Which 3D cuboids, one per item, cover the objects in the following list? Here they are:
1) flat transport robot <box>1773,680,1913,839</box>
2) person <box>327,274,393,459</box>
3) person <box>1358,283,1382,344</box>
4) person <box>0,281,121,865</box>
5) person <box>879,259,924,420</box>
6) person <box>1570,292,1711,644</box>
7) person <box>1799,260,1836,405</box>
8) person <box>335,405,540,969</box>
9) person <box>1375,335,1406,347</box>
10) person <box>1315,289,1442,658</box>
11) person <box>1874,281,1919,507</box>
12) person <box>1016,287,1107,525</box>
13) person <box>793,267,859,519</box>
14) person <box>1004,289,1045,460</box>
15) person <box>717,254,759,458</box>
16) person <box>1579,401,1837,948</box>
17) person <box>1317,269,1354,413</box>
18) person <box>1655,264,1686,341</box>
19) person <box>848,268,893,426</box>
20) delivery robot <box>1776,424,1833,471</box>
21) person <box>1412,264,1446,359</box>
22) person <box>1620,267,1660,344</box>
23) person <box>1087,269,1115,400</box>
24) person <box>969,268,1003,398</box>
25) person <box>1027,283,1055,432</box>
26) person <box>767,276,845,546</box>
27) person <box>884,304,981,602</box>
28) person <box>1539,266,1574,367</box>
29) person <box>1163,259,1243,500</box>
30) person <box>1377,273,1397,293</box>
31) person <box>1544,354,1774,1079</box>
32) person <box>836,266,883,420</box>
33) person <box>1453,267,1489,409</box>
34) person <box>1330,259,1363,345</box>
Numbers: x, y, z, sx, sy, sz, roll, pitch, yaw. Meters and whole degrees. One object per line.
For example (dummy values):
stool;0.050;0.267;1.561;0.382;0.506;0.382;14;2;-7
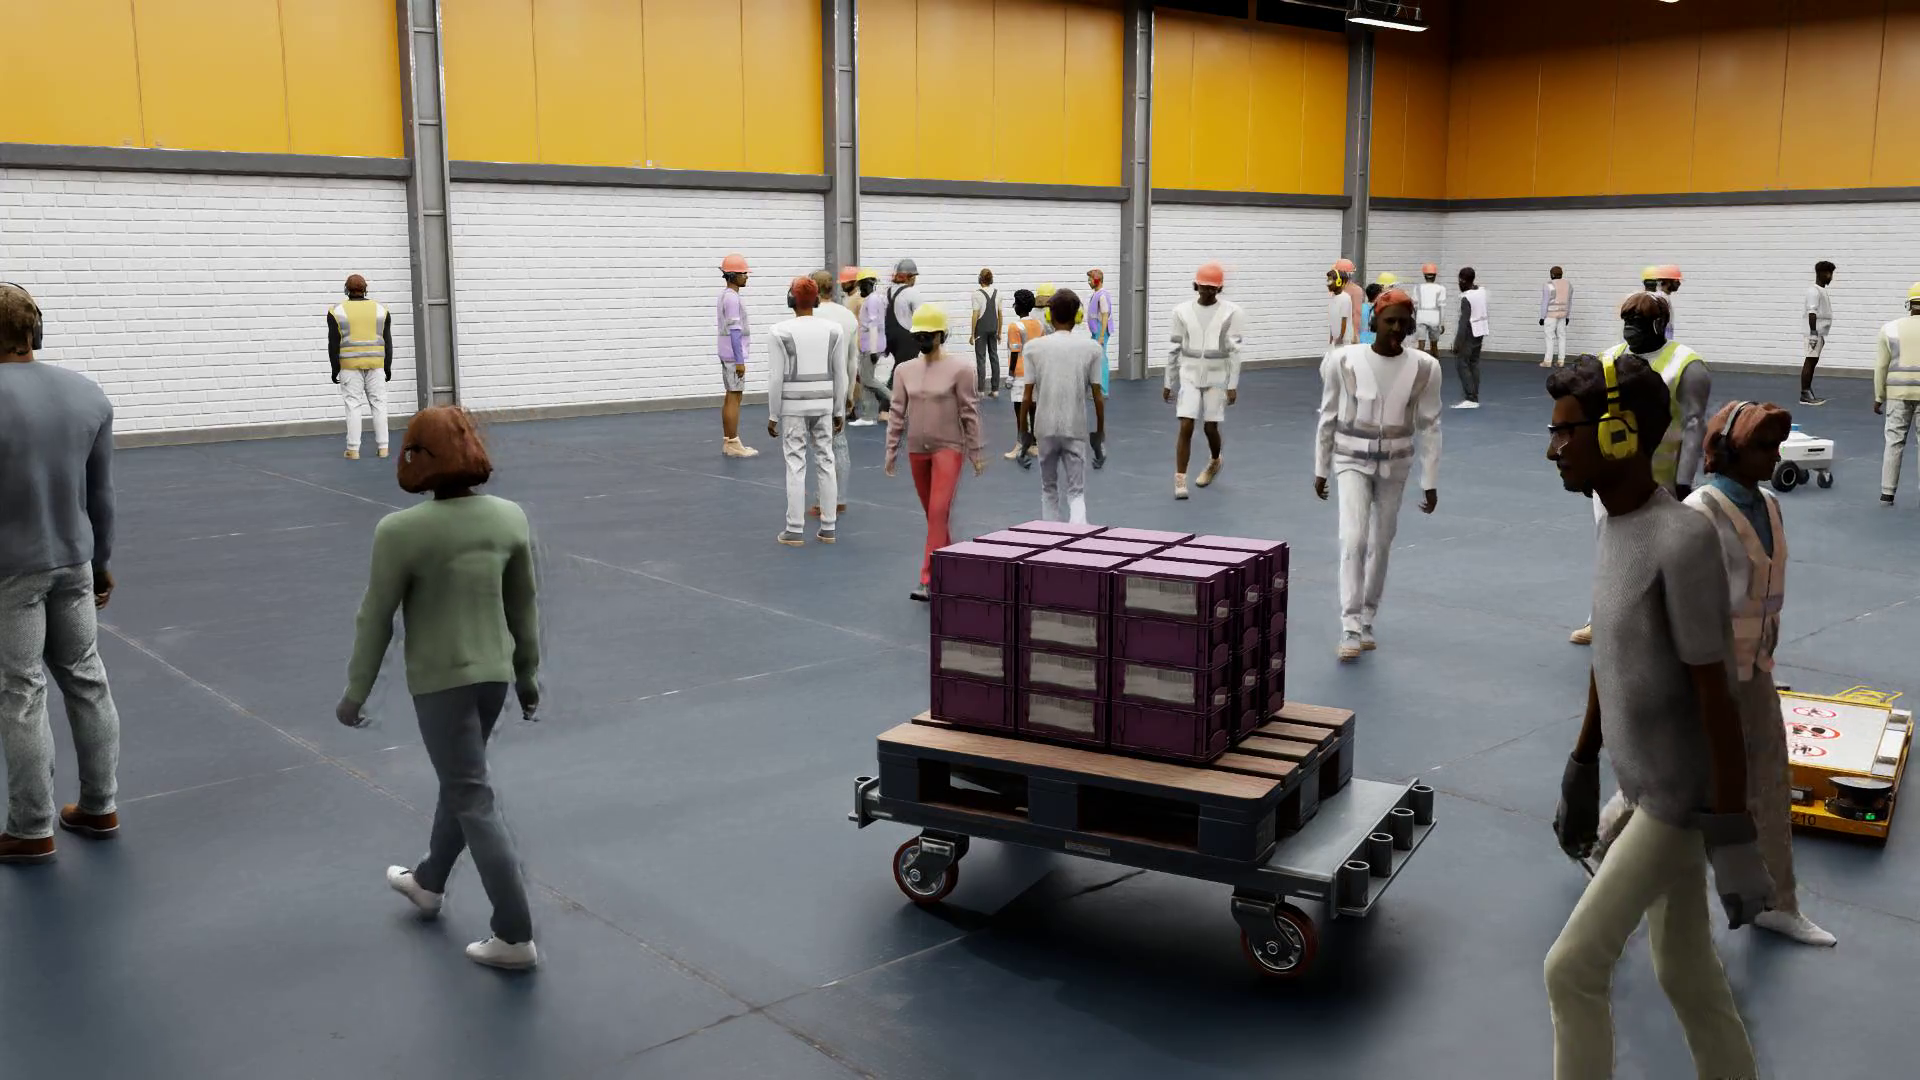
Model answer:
flat transport robot;3.256;0.805;6.401;0.652;0.197;1.431;6;11;32
person;-6.000;-1.731;16.657;0.627;1.844;0.429;-6;12;-33
person;5.669;-2.729;23.045;0.531;1.656;0.870;3;10;16
person;-3.117;0.113;5.576;0.364;1.939;0.636;4;11;24
person;-0.644;-2.498;20.567;1.045;2.000;0.700;-7;12;-34
person;3.450;-0.337;8.492;0.429;1.842;0.633;-7;12;-35
person;11.712;-2.831;22.737;0.367;1.964;0.603;7;12;34
person;-1.521;0.412;4.809;0.816;1.593;0.519;6;11;32
person;4.726;-1.948;18.587;0.566;1.620;0.521;-3;10;-18
person;2.105;-0.315;8.320;0.599;1.849;0.802;1;10;3
person;7.713;-1.177;13.434;0.586;1.835;0.403;6;11;32
person;0.621;-0.619;10.164;0.556;1.838;0.637;1;10;3
person;-1.051;-1.127;12.848;0.362;1.938;0.634;9;13;41
person;0.638;-1.645;16.575;0.318;1.697;0.535;7;12;34
person;-2.249;-1.848;16.751;0.375;2.044;0.607;-3;10;-15
person;2.262;0.374;5.030;0.525;1.609;0.765;-7;12;-36
person;4.815;-2.517;21.229;0.585;1.846;0.536;-2;10;-9
person;8.362;-2.296;19.731;0.580;1.916;0.545;3;10;15
person;-1.000;-2.290;19.788;0.607;1.882;0.624;-1;10;-4
delivery robot;7.250;-0.771;14.523;0.707;0.478;0.477;-3;10;-17
person;7.865;-3.671;27.921;0.559;1.874;1.001;4;10;21
person;8.896;-2.580;21.523;1.016;1.873;0.608;-9;13;-44
person;1.969;-2.881;23.401;0.396;1.837;0.564;-1;10;-5
person;0.372;-2.963;23.858;0.514;1.844;0.333;-5;11;-28
person;0.926;-1.943;18.222;0.483;1.735;0.340;6;12;33
person;-1.077;-0.897;11.653;0.574;1.883;0.355;-5;11;-27
person;-0.208;-0.501;9.736;0.553;1.729;0.837;5;11;27
person;10.873;-4.081;30.419;0.633;1.839;0.429;-3;10;-17
person;2.054;-1.353;14.010;0.665;2.006;0.791;3;10;16
person;6.243;-2.997;24.259;0.948;1.791;0.603;3;10;18
person;1.367;0.545;3.388;0.803;1.824;0.542;2;10;11
person;-1.210;-2.436;20.578;0.755;1.914;0.575;-5;11;-25
person;6.795;-2.661;22.043;0.370;1.884;0.663;8;13;40
person;5.194;-2.797;22.493;0.396;1.988;0.619;-4;10;-22
